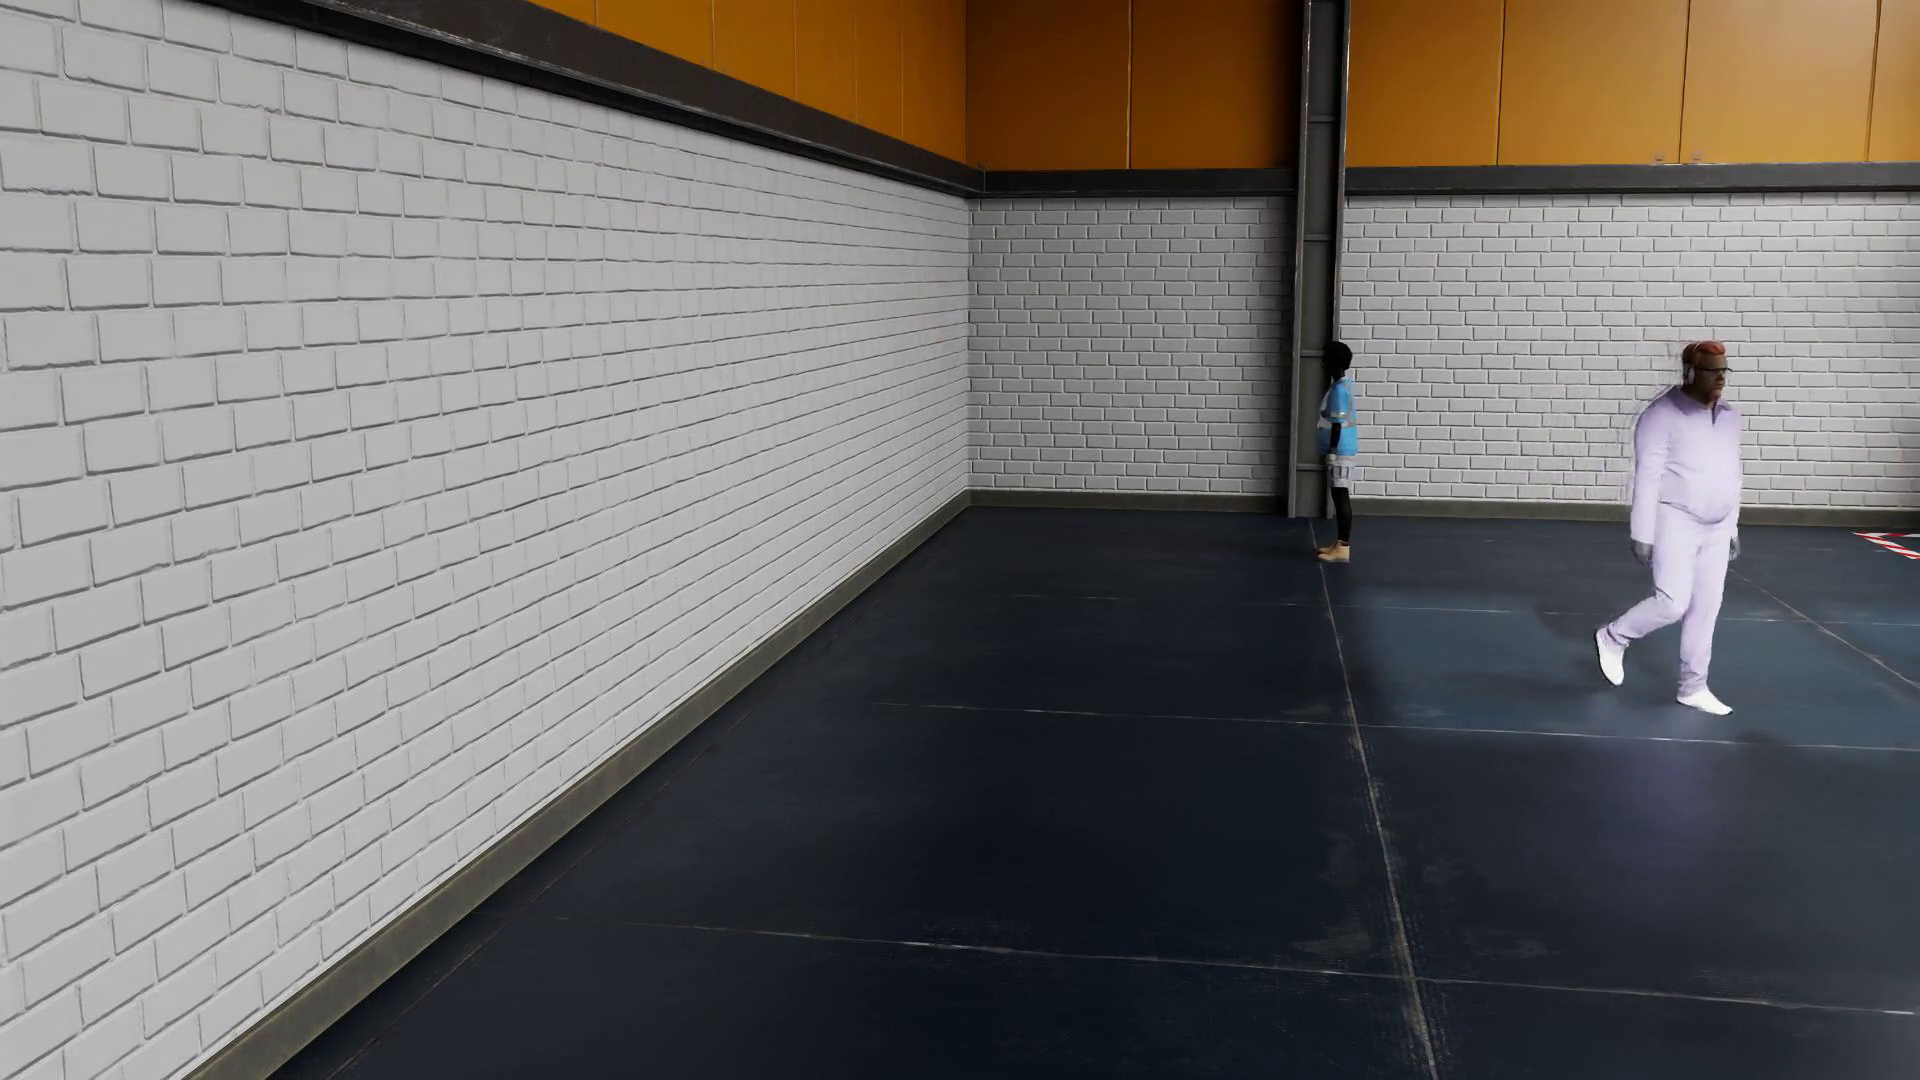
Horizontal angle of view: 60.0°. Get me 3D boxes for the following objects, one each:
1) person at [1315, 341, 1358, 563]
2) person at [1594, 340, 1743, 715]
[{"bbox_3d":[2.894,-0.676,12.765,0.319,1.691,0.533,2,9,14],"label":"person"},{"bbox_3d":[3.655,-0.079,8.478,0.647,1.886,0.646,-4,10,-26],"label":"person"}]
